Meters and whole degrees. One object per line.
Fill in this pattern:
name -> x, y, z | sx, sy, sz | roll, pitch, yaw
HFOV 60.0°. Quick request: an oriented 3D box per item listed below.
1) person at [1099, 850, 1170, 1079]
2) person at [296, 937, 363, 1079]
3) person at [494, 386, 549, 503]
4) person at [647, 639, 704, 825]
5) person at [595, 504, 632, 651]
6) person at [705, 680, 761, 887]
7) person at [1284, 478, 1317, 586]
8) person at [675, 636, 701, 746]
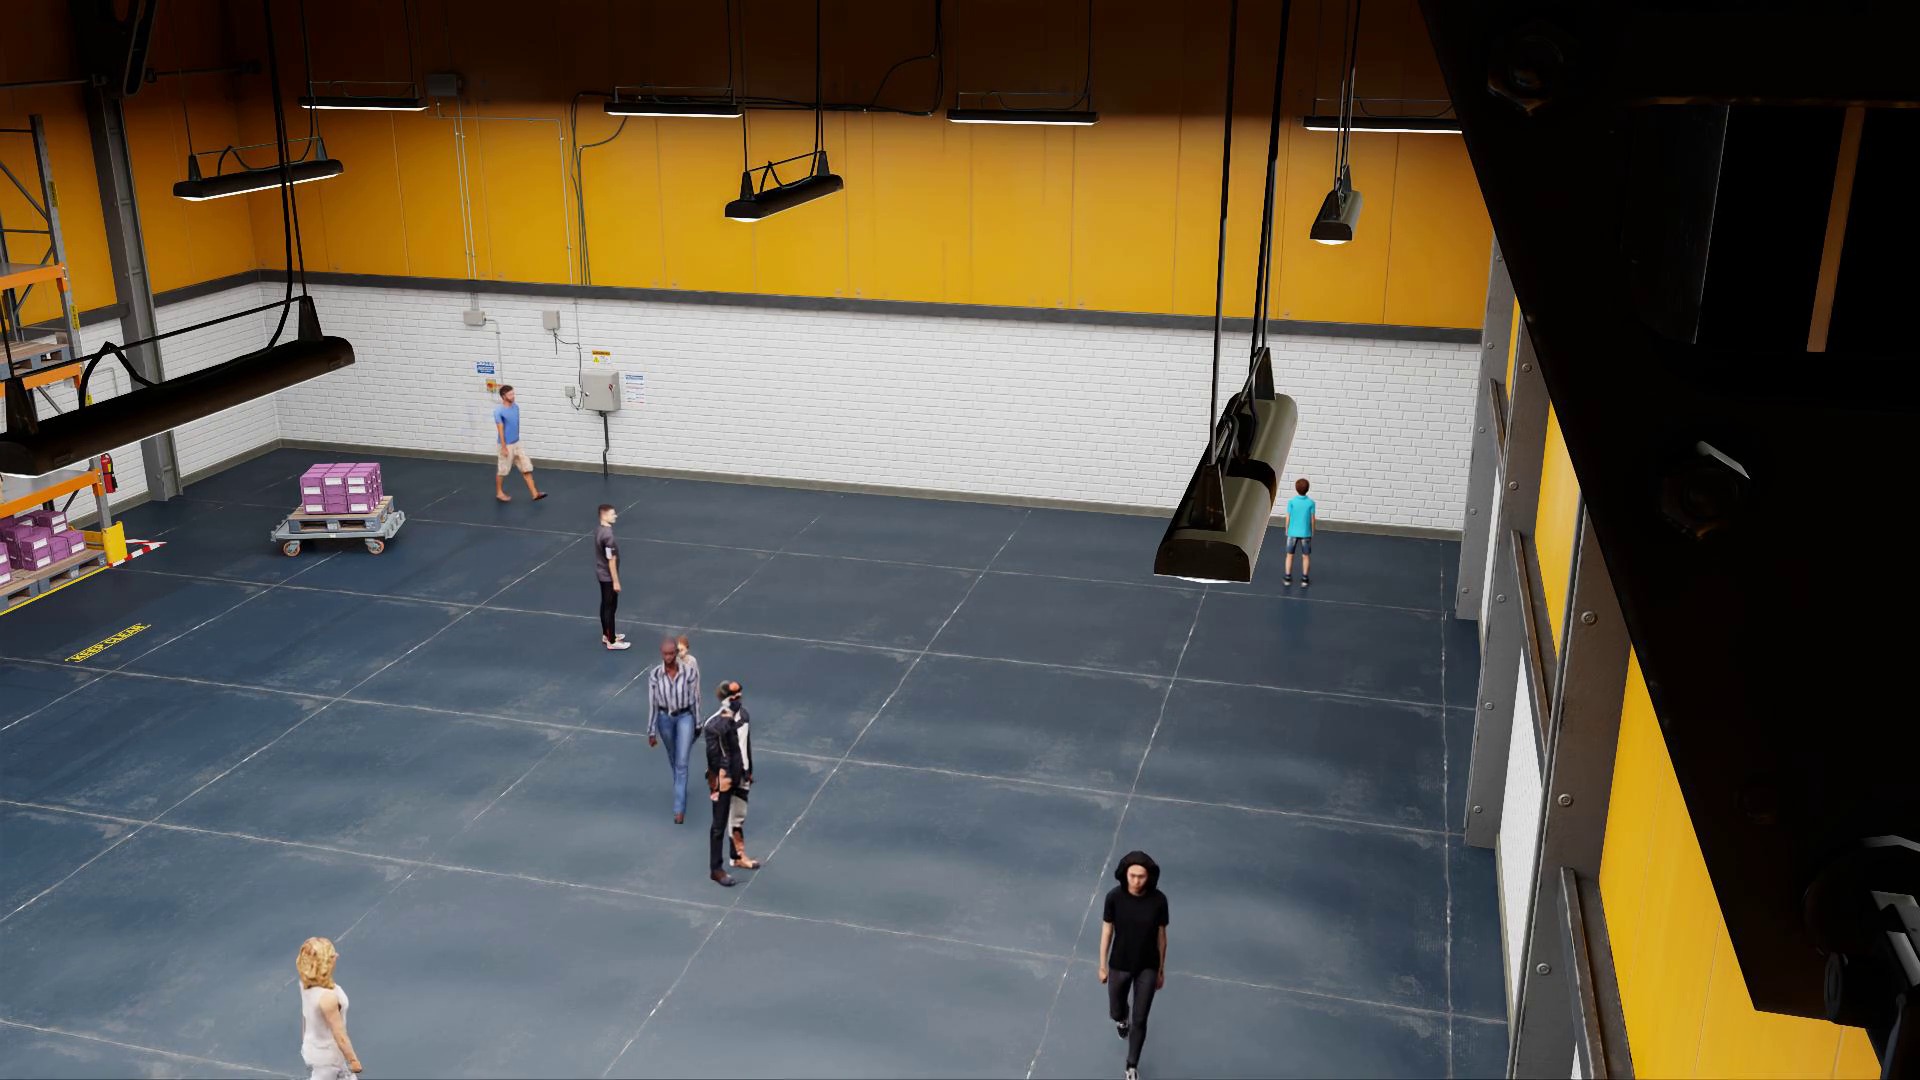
person -> 1.266, 3.024, 12.043 | 0.738, 1.812, 0.988 | 2, 19, 5
person -> -4.313, 3.447, 11.080 | 1.170, 1.624, 1.033 | -13, 23, -35
person -> -6.922, -1.444, 25.296 | 0.950, 1.821, 1.212 | 11, 22, 30
person -> -2.721, 1.766, 15.903 | 0.936, 1.733, 1.266 | -1, 19, -4
person -> -4.188, 0.425, 19.838 | 0.778, 1.762, 0.677 | -6, 20, -18
person -> -2.037, 2.104, 14.656 | 0.807, 1.889, 0.649 | 12, 22, 32
person -> 4.486, -0.123, 21.959 | 0.530, 1.448, 0.495 | 3, 19, 10
person -> -2.874, 1.542, 17.428 | 0.477, 1.185, 0.468 | 5, 19, 14
